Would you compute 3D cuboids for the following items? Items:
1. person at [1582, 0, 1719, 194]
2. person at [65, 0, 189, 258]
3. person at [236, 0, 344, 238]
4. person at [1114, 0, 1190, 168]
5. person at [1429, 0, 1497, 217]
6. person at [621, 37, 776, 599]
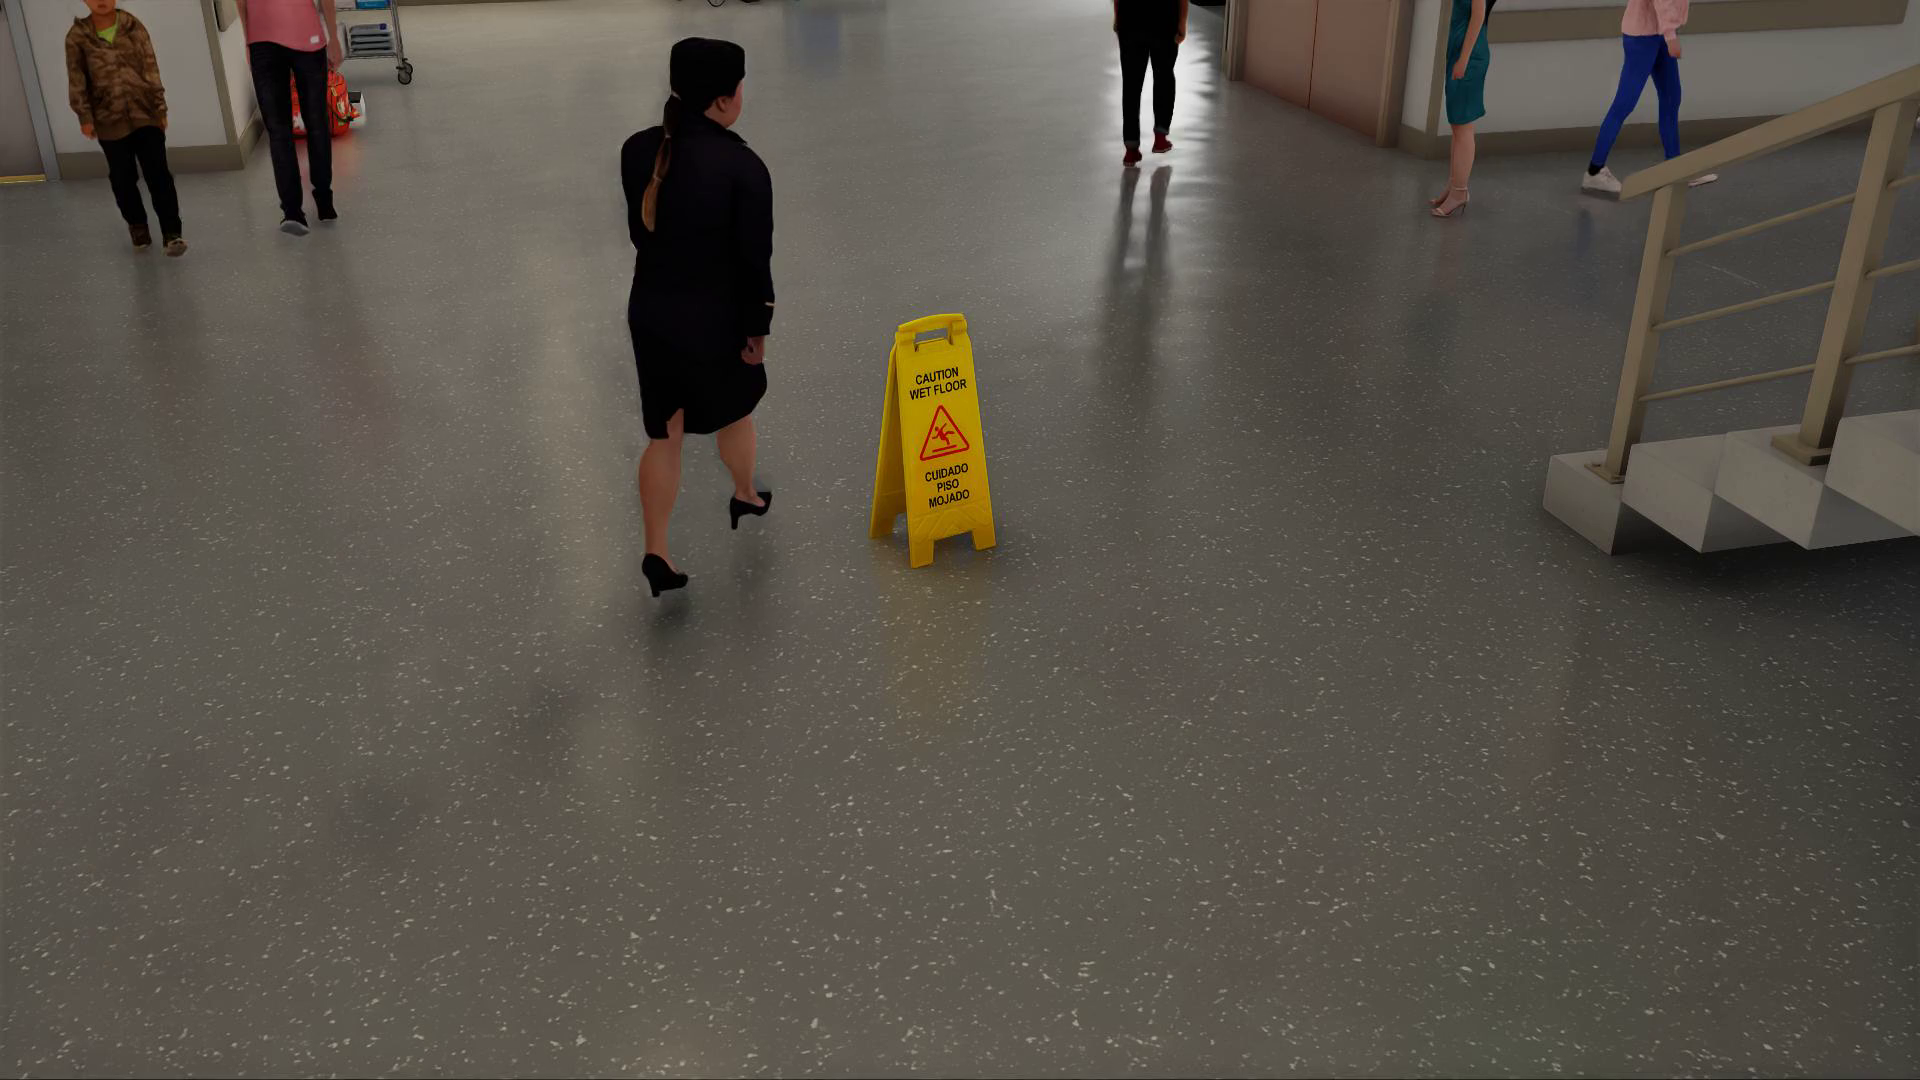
[{"bbox_3d":[3.832,-2.836,9.461,1.066,1.746,0.995,15,30,28],"label":"person"},{"bbox_3d":[-4.229,-2.149,8.406,0.776,1.424,1.021,-15,30,-28],"label":"person"},{"bbox_3d":[-3.539,-2.620,8.800,0.683,1.930,1.075,-9,27,-17],"label":"person"},{"bbox_3d":[1.135,-3.148,10.116,0.806,1.737,0.908,4,26,8],"label":"person"},{"bbox_3d":[2.775,-2.629,9.092,0.676,1.692,0.564,6,26,12],"label":"person"},{"bbox_3d":[-0.842,-0.597,4.963,1.033,1.619,1.183,9,27,17],"label":"person"}]
